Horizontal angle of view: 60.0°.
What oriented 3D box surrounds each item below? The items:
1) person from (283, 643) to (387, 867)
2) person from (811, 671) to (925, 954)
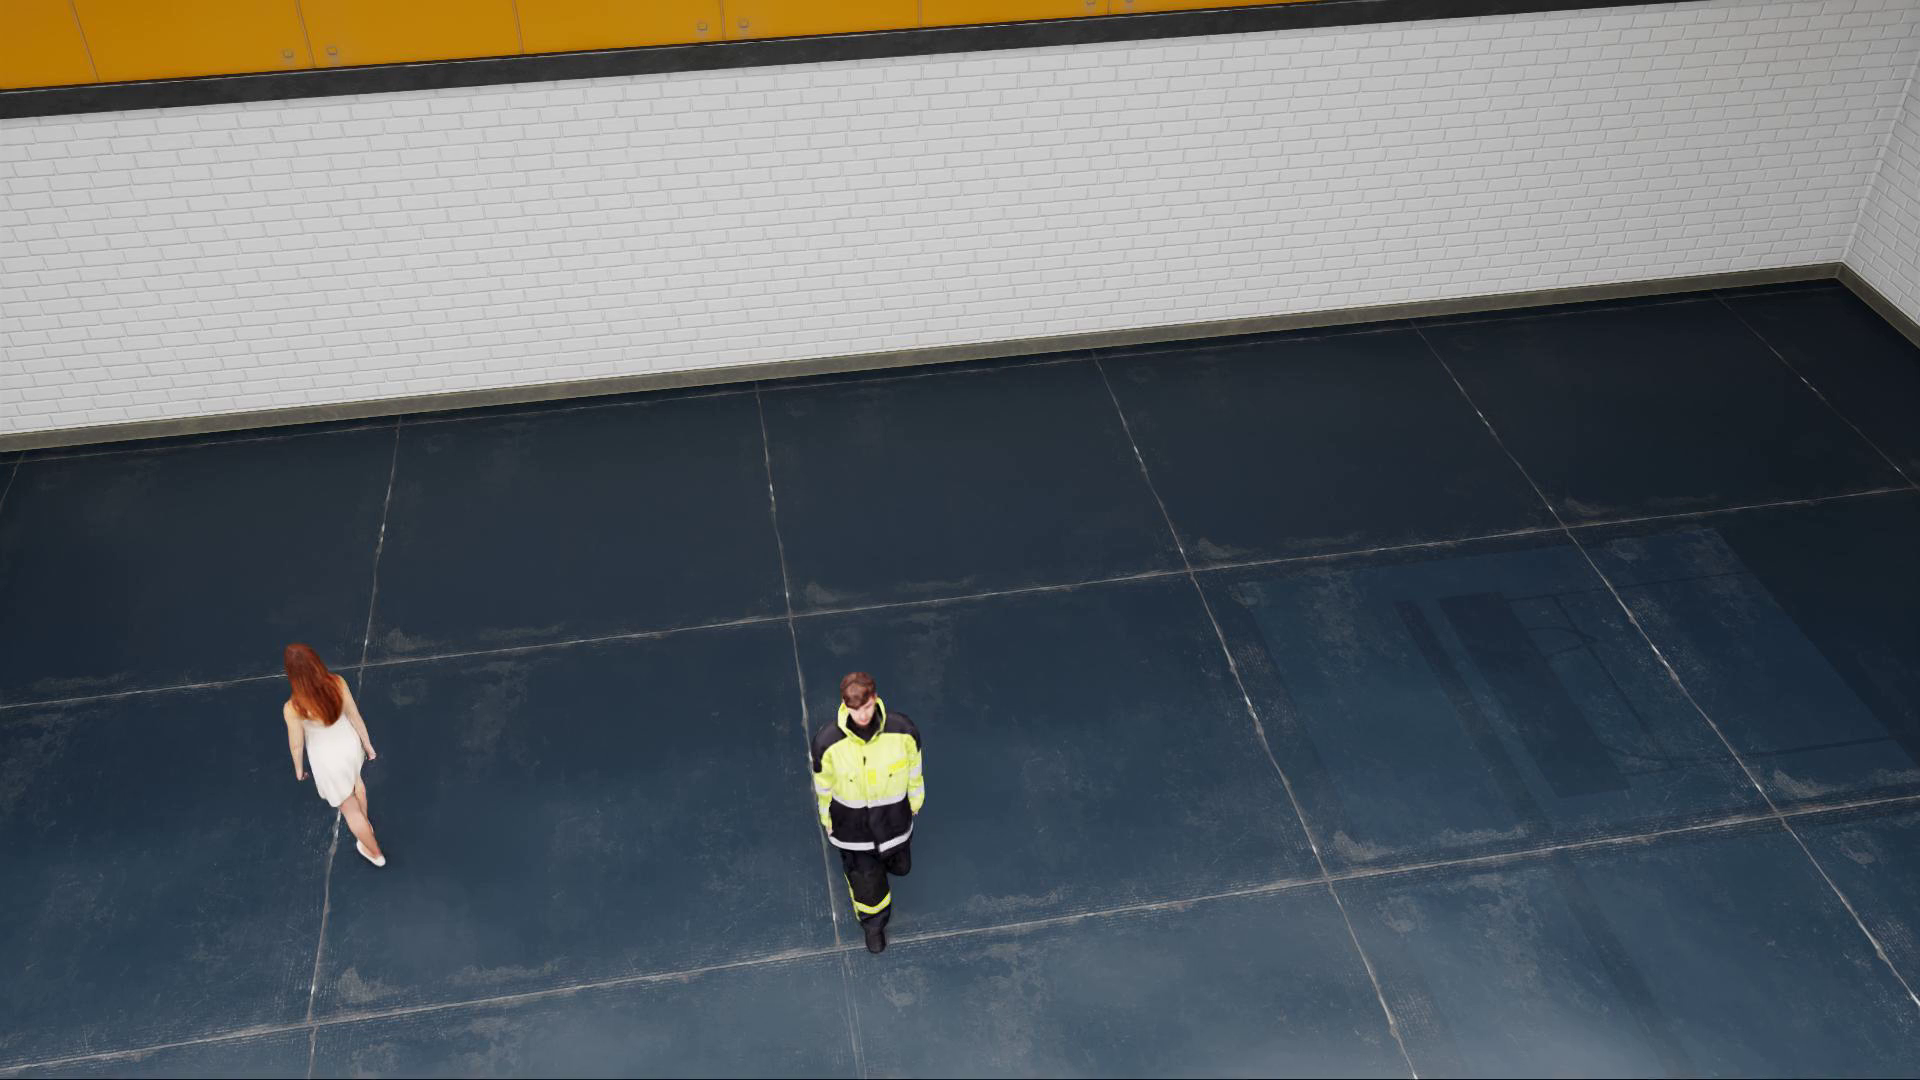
[{"bbox_3d":[-3.604,1.305,9.742,0.851,1.699,0.783,28,46,31],"label":"person"},{"bbox_3d":[-0.510,1.434,9.367,0.813,1.965,0.985,-9,40,-11],"label":"person"}]
